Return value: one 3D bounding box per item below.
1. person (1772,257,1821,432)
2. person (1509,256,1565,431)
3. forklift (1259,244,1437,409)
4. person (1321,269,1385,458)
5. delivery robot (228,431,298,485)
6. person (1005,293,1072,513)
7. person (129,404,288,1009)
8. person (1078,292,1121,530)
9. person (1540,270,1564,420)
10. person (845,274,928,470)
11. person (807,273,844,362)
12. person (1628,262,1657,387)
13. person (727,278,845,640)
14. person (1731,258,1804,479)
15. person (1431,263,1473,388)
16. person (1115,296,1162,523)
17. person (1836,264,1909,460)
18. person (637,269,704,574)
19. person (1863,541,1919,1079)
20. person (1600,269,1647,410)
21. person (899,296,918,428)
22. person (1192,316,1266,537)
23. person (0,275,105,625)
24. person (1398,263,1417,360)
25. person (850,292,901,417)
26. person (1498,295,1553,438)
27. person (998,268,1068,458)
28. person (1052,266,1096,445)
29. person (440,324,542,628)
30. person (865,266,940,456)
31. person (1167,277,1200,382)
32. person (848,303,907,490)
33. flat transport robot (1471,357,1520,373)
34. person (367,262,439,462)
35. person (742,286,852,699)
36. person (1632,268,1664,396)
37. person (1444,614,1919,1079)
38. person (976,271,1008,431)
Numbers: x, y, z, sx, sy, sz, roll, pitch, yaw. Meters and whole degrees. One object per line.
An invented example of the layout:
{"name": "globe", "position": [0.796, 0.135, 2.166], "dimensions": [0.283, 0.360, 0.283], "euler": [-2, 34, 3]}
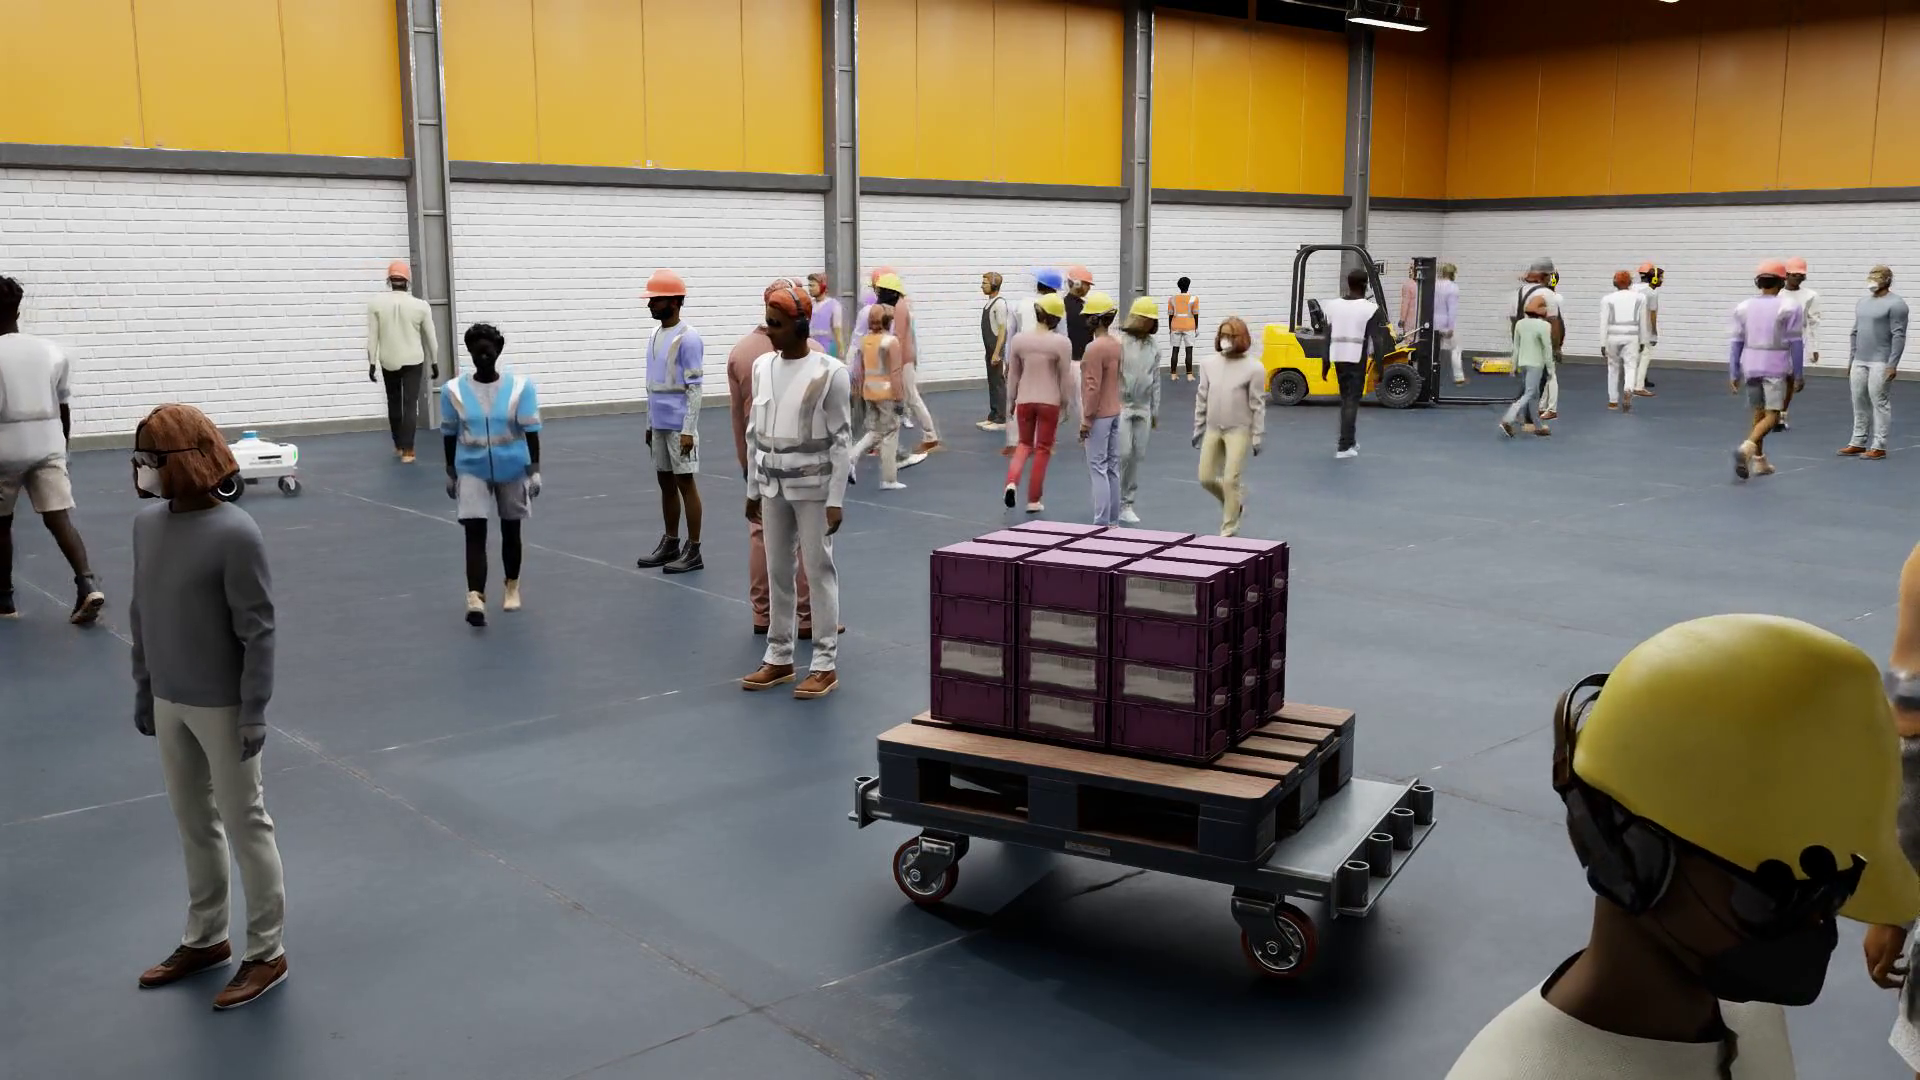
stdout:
{"name": "person", "position": [9.544, -2.229, 19.102], "dimensions": [0.624, 1.999, 0.955], "euler": [2, 10, 13]}
{"name": "person", "position": [6.706, -2.267, 19.210], "dimensions": [0.538, 2.000, 0.689], "euler": [-2, 10, -9]}
{"name": "forklift", "position": [5.256, -2.933, 22.661], "dimensions": [2.313, 2.155, 1.214], "euler": [3, 10, 16]}
{"name": "person", "position": [4.039, -1.792, 16.870], "dimensions": [0.614, 1.889, 0.802], "euler": [9, 13, 42]}
{"name": "delivery robot", "position": [-5.926, -0.671, 13.916], "dimensions": [0.707, 0.478, 0.477], "euler": [-4, 10, -29]}
{"name": "person", "position": [0.634, -1.069, 13.079], "dimensions": [0.525, 1.736, 0.379], "euler": [5, 11, 26]}
{"name": "person", "position": [-2.060, 0.446, 4.517], "dimensions": [0.507, 1.633, 0.276], "euler": [5, 11, 28]}
{"name": "person", "position": [0.982, -0.877, 11.878], "dimensions": [0.311, 1.768, 0.533], "euler": [5, 11, 25]}
{"name": "person", "position": [7.271, -2.426, 20.642], "dimensions": [0.320, 1.871, 0.533], "euler": [-2, 10, -10]}
{"name": "person", "position": [-0.807, -1.573, 15.707], "dimensions": [0.973, 1.853, 0.656], "euler": [3, 10, 18]}
{"name": "person", "position": [-1.527, -2.019, 18.355], "dimensions": [0.463, 1.829, 0.604], "euler": [-8, 13, -40]}
{"name": "person", "position": [10.580, -3.333, 25.762], "dimensions": [0.378, 1.932, 0.551], "euler": [-4, 10, -22]}
{"name": "person", "position": [-0.905, -0.426, 8.826], "dimensions": [0.641, 1.909, 0.409], "euler": [6, 11, 30]}
{"name": "person", "position": [7.279, -1.549, 15.101], "dimensions": [0.879, 2.016, 0.615], "euler": [-7, 12, -36]}
{"name": "person", "position": [7.525, -3.275, 25.517], "dimensions": [0.867, 1.909, 0.634], "euler": [-4, 11, -24]}
{"name": "person", "position": [1.316, -0.989, 12.639], "dimensions": [0.511, 1.717, 0.398], "euler": [-5, 11, -28]}
{"name": "person", "position": [9.116, -1.766, 16.593], "dimensions": [0.367, 1.937, 0.648], "euler": [-2, 10, -13]}
{"name": "person", "position": [-1.859, -0.756, 10.665], "dimensions": [0.355, 1.938, 0.545], "euler": [-8, 13, -41]}
{"name": "person", "position": [1.798, 0.601, 2.728], "dimensions": [0.551, 1.933, 0.378], "euler": [3, 10, 19]}
{"name": "person", "position": [8.649, -2.604, 21.711], "dimensions": [0.583, 1.862, 0.743], "euler": [3, 10, 16]}
{"name": "person", "position": [-0.811, -2.113, 19.546], "dimensions": [0.660, 1.626, 0.346], "euler": [4, 10, 21]}
{"name": "person", "position": [1.871, -0.735, 11.454], "dimensions": [0.525, 1.617, 0.491], "euler": [7, 12, 37]}
{"name": "person", "position": [-5.105, -0.484, 9.121], "dimensions": [0.937, 1.933, 0.609], "euler": [7, 12, 35]}
{"name": "person", "position": [7.958, -3.909, 29.220], "dimensions": [0.640, 1.909, 0.407], "euler": [-5, 11, -29]}
{"name": "person", "position": [-1.061, -2.417, 20.520], "dimensions": [0.550, 1.906, 0.895], "euler": [7, 12, 36]}
{"name": "person", "position": [6.329, -1.927, 18.507], "dimensions": [0.801, 1.601, 0.511], "euler": [-4, 11, -24]}
{"name": "person", "position": [0.717, -1.753, 16.649], "dimensions": [0.732, 1.907, 0.461], "euler": [5, 11, 26]}
{"name": "person", "position": [1.189, -1.930, 17.613], "dimensions": [1.024, 1.932, 0.590], "euler": [4, 10, 21]}
{"name": "person", "position": [-2.574, -0.357, 9.154], "dimensions": [0.552, 1.644, 0.897], "euler": [-2, 10, -13]}
{"name": "person", "position": [-0.661, -1.798, 16.842], "dimensions": [1.021, 1.935, 0.625], "euler": [-5, 11, -26]}
{"name": "person", "position": [3.611, -3.404, 26.896], "dimensions": [0.531, 1.694, 0.320], "euler": [4, 11, 25]}
{"name": "person", "position": [-0.719, -1.217, 14.283], "dimensions": [0.526, 1.626, 0.518], "euler": [-8, 13, -39]}
{"name": "flat transport robot", "position": [9.380, -3.078, 29.132], "dimensions": [0.652, 0.197, 1.431], "euler": [2, 10, 10]}
{"name": "person", "position": [-5.554, -1.790, 16.669], "dimensions": [0.662, 1.948, 0.971], "euler": [-2, 10, -10]}
{"name": "person", "position": [-0.759, -0.216, 7.655], "dimensions": [0.572, 1.886, 0.354], "euler": [7, 12, 34]}
{"name": "person", "position": [9.949, -3.010, 24.115], "dimensions": [0.359, 1.861, 0.515], "euler": [0, 10, -1]}
{"name": "person", "position": [0.557, 0.919, 1.388], "dimensions": [0.328, 1.759, 0.524], "euler": [9, 13, 44]}
{"name": "person", "position": [0.387, -2.189, 19.327], "dimensions": [0.343, 1.847, 0.506], "euler": [-2, 10, -11]}
